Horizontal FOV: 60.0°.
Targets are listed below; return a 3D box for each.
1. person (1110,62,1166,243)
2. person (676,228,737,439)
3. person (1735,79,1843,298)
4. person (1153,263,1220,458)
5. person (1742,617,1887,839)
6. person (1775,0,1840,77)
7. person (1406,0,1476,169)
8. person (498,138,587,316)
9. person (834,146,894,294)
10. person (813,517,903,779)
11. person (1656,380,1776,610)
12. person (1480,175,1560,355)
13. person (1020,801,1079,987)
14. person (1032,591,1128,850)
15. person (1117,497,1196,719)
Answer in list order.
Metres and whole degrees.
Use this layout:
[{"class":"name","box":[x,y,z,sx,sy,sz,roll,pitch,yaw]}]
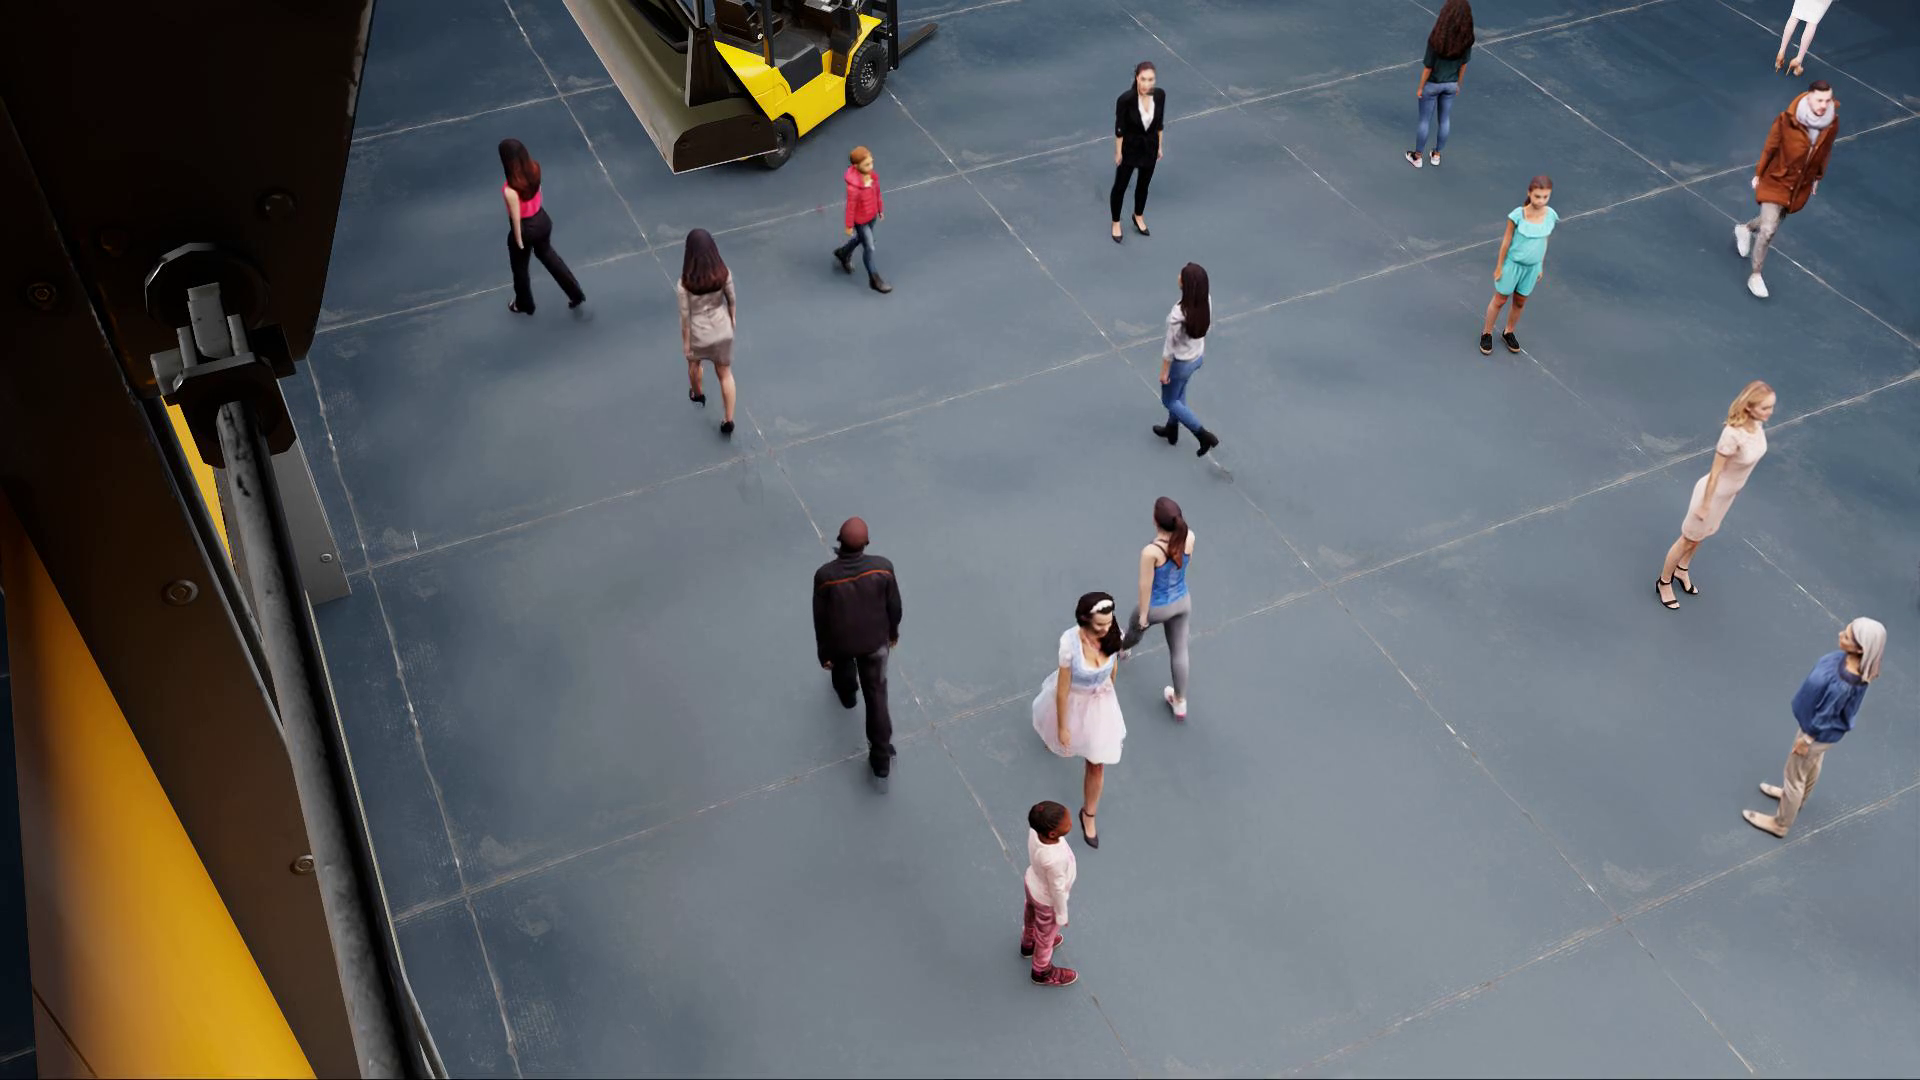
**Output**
[{"class":"person","box":[1.519,-3.332,14.215,0.612,1.659,0.561,-15,46,-15]},{"class":"person","box":[-1.803,-1.453,12.200,0.613,1.718,0.861,-19,47,-19]},{"class":"person","box":[6.785,-2.980,13.738,0.961,1.808,1.220,-4,44,-4]},{"class":"person","box":[1.681,-1.259,12.072,0.954,1.613,0.808,32,52,29]},{"class":"person","box":[4.970,1.068,9.571,0.706,1.695,0.702,30,51,28]},{"class":"person","box":[8.409,-5.430,16.320,0.676,1.793,0.491,-29,51,-27]},{"class":"person","box":[4.365,-4.157,15.112,0.675,1.616,0.689,-5,44,-5]},{"class":"person","box":[-3.397,-2.490,13.343,0.997,1.643,0.904,17,46,17]},{"class":"person","box":[-0.851,-2.696,13.810,0.958,1.297,0.796,25,49,24]},{"class":"person","box":[-0.588,0.647,9.939,0.901,1.795,1.315,-8,44,-8]},{"class":"person","box":[4.954,-0.308,10.917,0.612,1.829,0.563,-27,50,-26]},{"class":"person","box":[4.406,-2.171,13.069,0.626,1.558,0.644,-2,44,-2]},{"class":"person","box":[0.461,1.865,8.918,0.643,1.441,0.492,-10,44,-10]},{"class":"person","box":[0.658,0.910,9.682,0.734,1.770,1.240,-11,45,-11]},{"class":"person","box":[1.304,0.449,10.317,0.575,1.562,1.046,-17,46,-17]}]
